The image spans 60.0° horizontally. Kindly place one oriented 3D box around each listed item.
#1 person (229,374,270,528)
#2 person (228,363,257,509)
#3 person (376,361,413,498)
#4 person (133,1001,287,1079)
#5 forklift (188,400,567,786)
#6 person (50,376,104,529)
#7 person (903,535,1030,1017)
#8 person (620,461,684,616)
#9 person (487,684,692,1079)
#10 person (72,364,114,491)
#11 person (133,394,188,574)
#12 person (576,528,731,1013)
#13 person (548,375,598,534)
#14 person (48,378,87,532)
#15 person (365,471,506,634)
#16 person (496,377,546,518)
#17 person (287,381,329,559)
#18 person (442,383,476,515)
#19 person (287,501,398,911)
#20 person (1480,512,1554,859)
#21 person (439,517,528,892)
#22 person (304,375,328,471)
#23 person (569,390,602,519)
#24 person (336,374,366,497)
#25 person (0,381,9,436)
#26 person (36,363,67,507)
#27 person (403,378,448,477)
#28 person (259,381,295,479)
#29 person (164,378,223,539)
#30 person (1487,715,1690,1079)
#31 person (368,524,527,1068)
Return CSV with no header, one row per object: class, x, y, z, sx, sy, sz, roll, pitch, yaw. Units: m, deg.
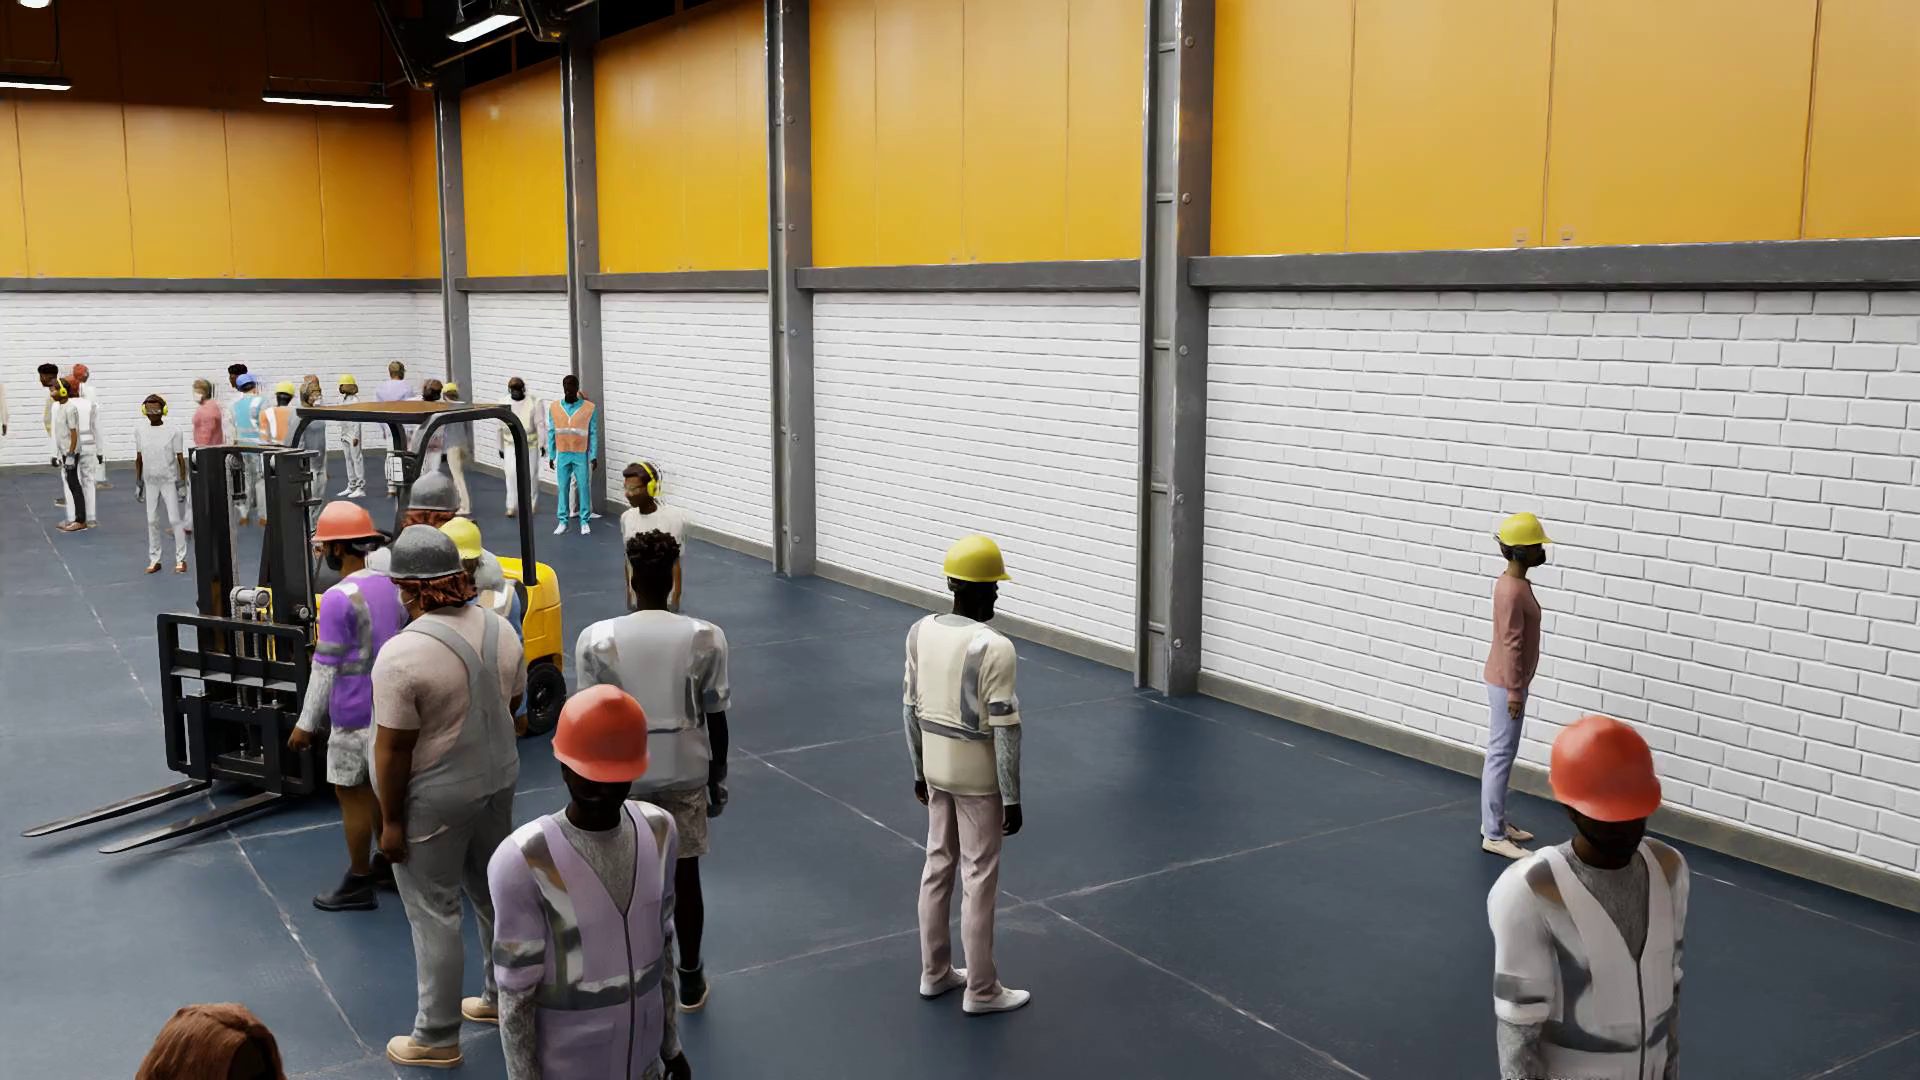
person,-8.632,-1.082,20.410,0.710,1.898,0.392,4,10,27
person,-9.552,-1.383,22.221,0.374,1.958,0.607,-7,11,-40
person,-7.880,-1.543,23.347,0.627,1.940,0.371,4,9,23
person,-1.344,1.624,3.026,0.285,1.631,0.501,-1,9,-8
forklift,-3.529,0.258,10.348,1.214,2.155,2.313,4,9,25
person,-10.785,-1.065,20.339,0.342,1.875,0.632,7,11,40
person,0.036,0.935,6.683,0.375,1.925,0.595,-8,12,-43
person,-1.915,0.439,10.308,0.539,1.843,0.627,3,9,22
person,-0.895,1.304,4.182,0.376,1.932,0.543,7,11,40
person,-12.761,-1.647,24.336,0.569,1.857,0.706,2,9,12
person,-8.211,-0.571,17.091,0.512,1.857,0.340,0,8,-2
person,-1.218,0.929,6.645,0.608,1.954,0.390,-2,9,-15
person,-4.631,-1.021,19.918,0.587,1.914,0.392,0,8,-2
person,-10.826,-1.032,20.156,0.329,1.865,0.512,-6,11,-37
person,-2.552,0.665,8.124,0.699,2.000,0.537,-3,9,-17
person,-5.644,-1.183,21.381,0.646,1.802,0.901,-1,9,-8
person,-7.066,-0.766,18.127,0.373,1.936,0.629,0,8,1
person,-6.615,-1.193,21.806,0.802,1.695,0.551,6,10,33
person,-2.832,0.780,7.722,0.420,1.931,0.564,1,8,7
person,2.852,0.736,8.554,0.306,1.772,0.527,3,9,18
person,-2.398,0.786,8.040,0.610,1.827,0.421,-3,9,-22
person,-9.936,-1.731,25.637,0.312,1.635,0.513,-1,9,-10
person,-4.843,-1.085,21.248,0.514,1.645,0.309,6,10,36
person,-8.635,-1.474,23.538,0.294,1.744,0.486,-8,12,-44
person,-14.534,-1.751,24.699,0.648,1.952,0.823,-7,11,-41
person,-12.212,-1.425,22.531,0.403,1.952,0.615,-4,9,-27
person,-6.799,-1.140,21.073,0.536,1.809,0.696,5,10,32
person,-7.775,-0.885,19.152,0.635,1.854,0.903,-6,11,-37
person,-8.886,-0.924,19.300,0.823,1.900,0.648,-5,10,-28
person,1.516,1.339,3.956,0.558,1.932,0.374,-4,9,-24
person,-1.974,0.935,6.304,0.536,2.000,0.684,4,9,25
